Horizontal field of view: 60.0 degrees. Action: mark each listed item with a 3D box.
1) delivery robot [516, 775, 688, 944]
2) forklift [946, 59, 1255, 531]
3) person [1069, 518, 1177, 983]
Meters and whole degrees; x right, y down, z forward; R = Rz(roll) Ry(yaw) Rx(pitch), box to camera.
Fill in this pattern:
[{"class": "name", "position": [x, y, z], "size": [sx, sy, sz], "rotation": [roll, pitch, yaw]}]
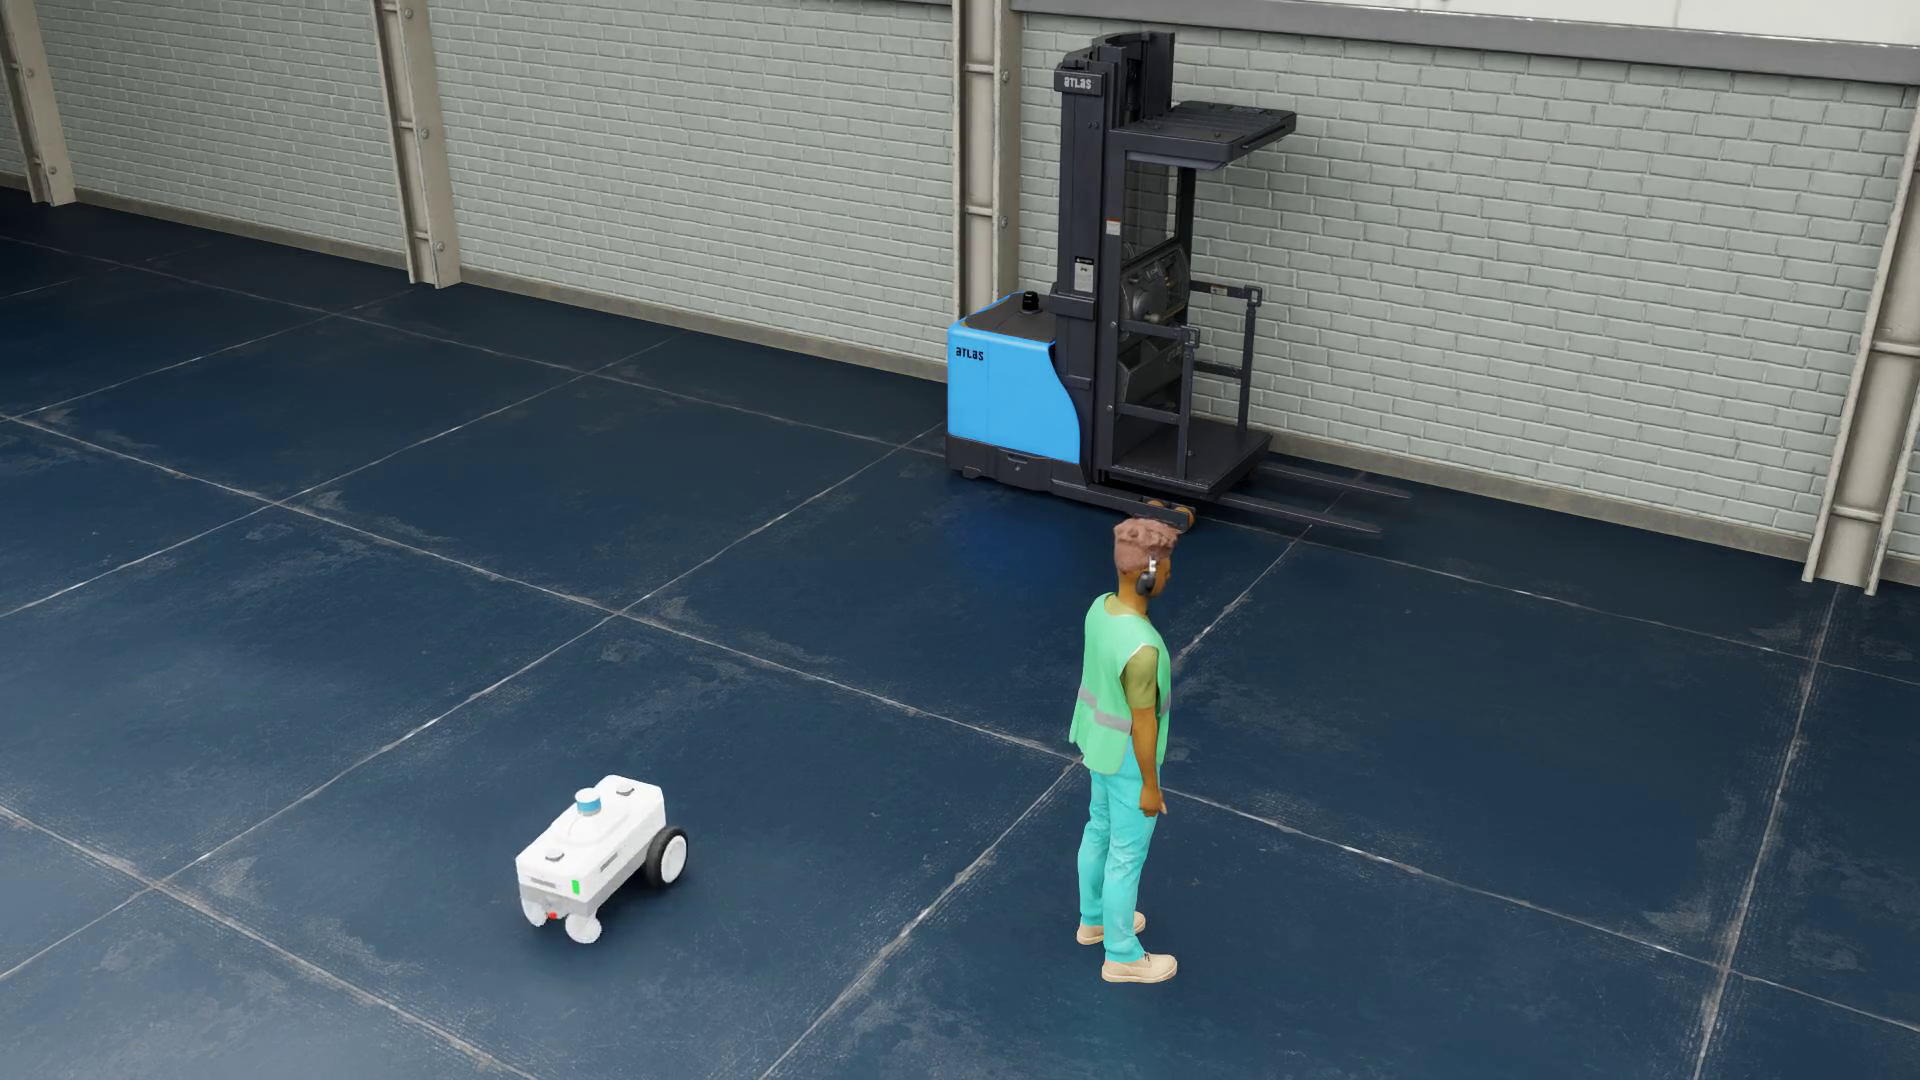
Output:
[{"class": "delivery robot", "position": [-1.561, 1.325, 7.127], "size": [0.525, 0.600, 0.772], "rotation": [10, 27, 21]}, {"class": "forklift", "position": [0.933, -1.707, 10.833], "size": [1.873, 2.768, 1.129], "rotation": [15, 29, 28]}, {"class": "person", "position": [0.641, 0.832, 6.501], "size": [0.405, 1.981, 0.484], "rotation": [-8, 26, -16]}]
